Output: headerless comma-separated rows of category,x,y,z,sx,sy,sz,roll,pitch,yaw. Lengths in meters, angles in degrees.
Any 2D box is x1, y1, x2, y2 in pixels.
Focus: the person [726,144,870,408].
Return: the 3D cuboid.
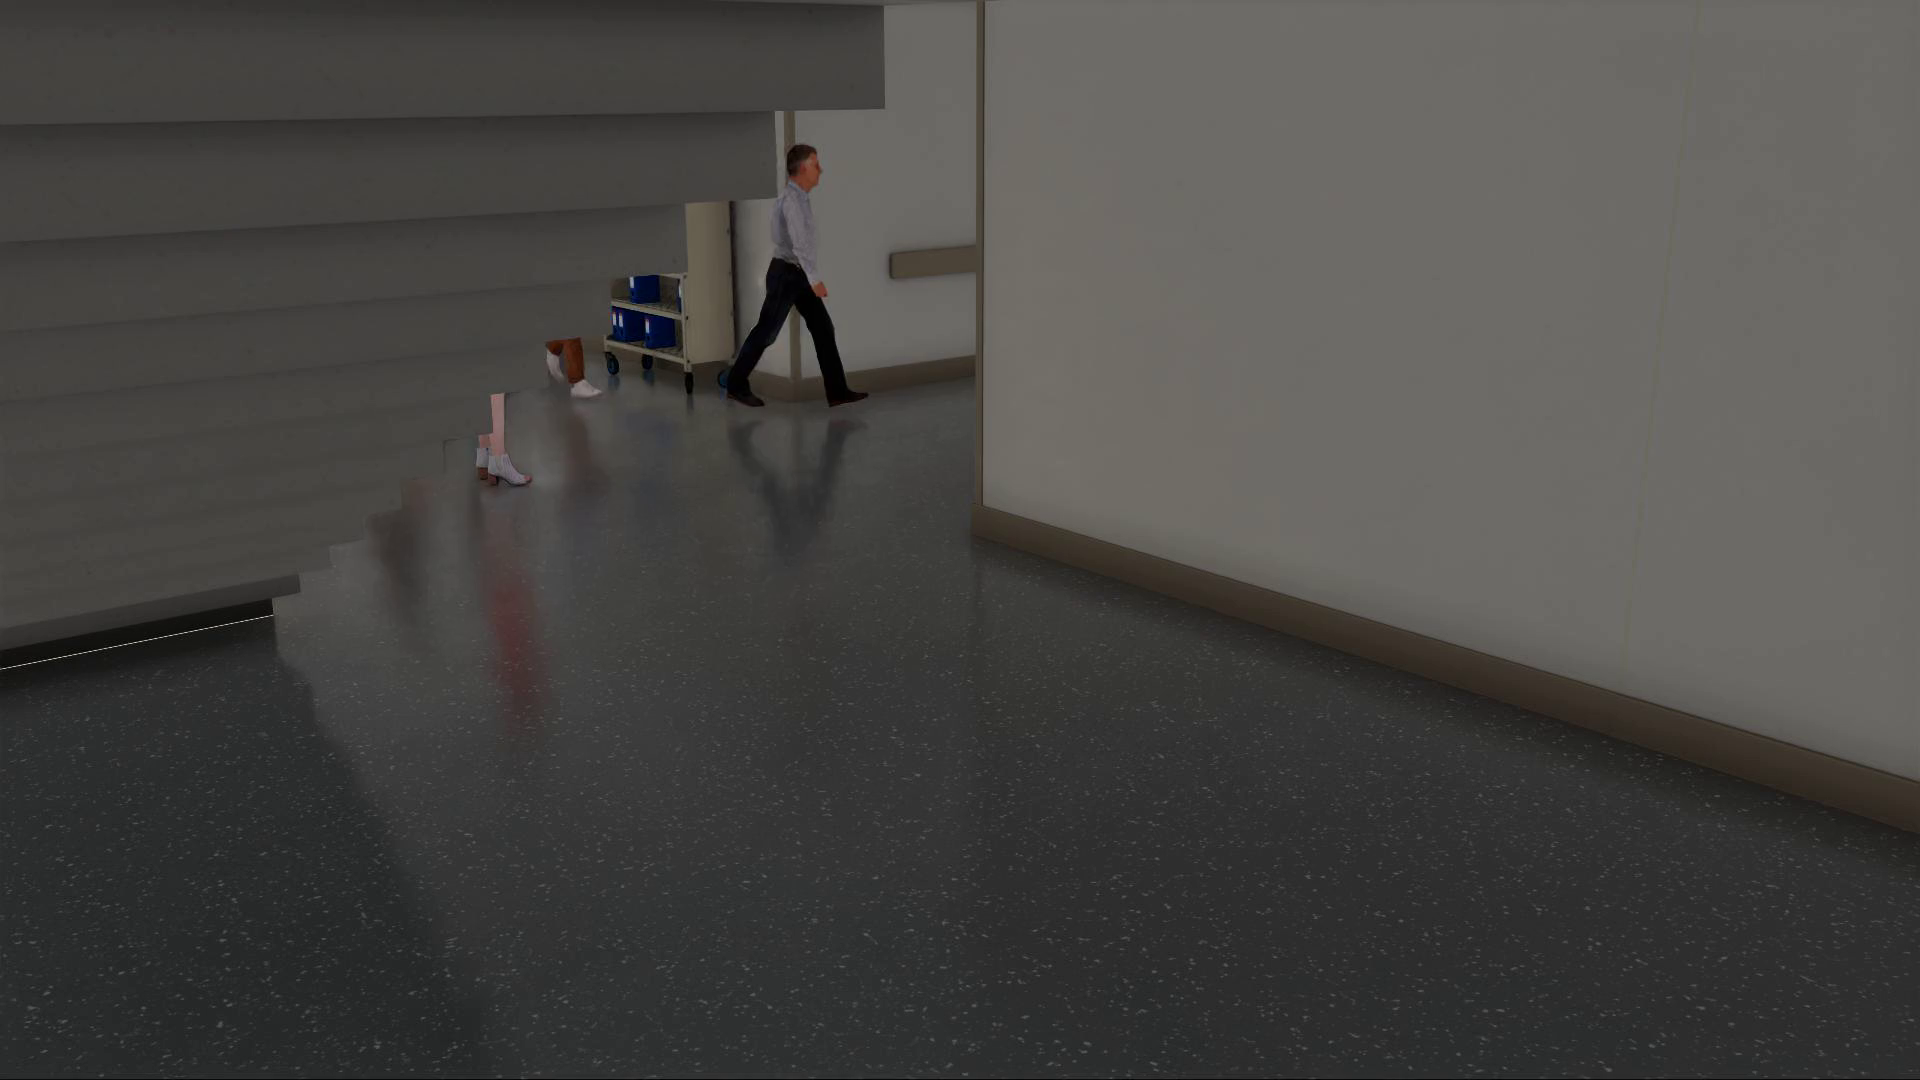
person,-1.240,-1.737,11.288,1.256,1.761,1.186,2,16,6
